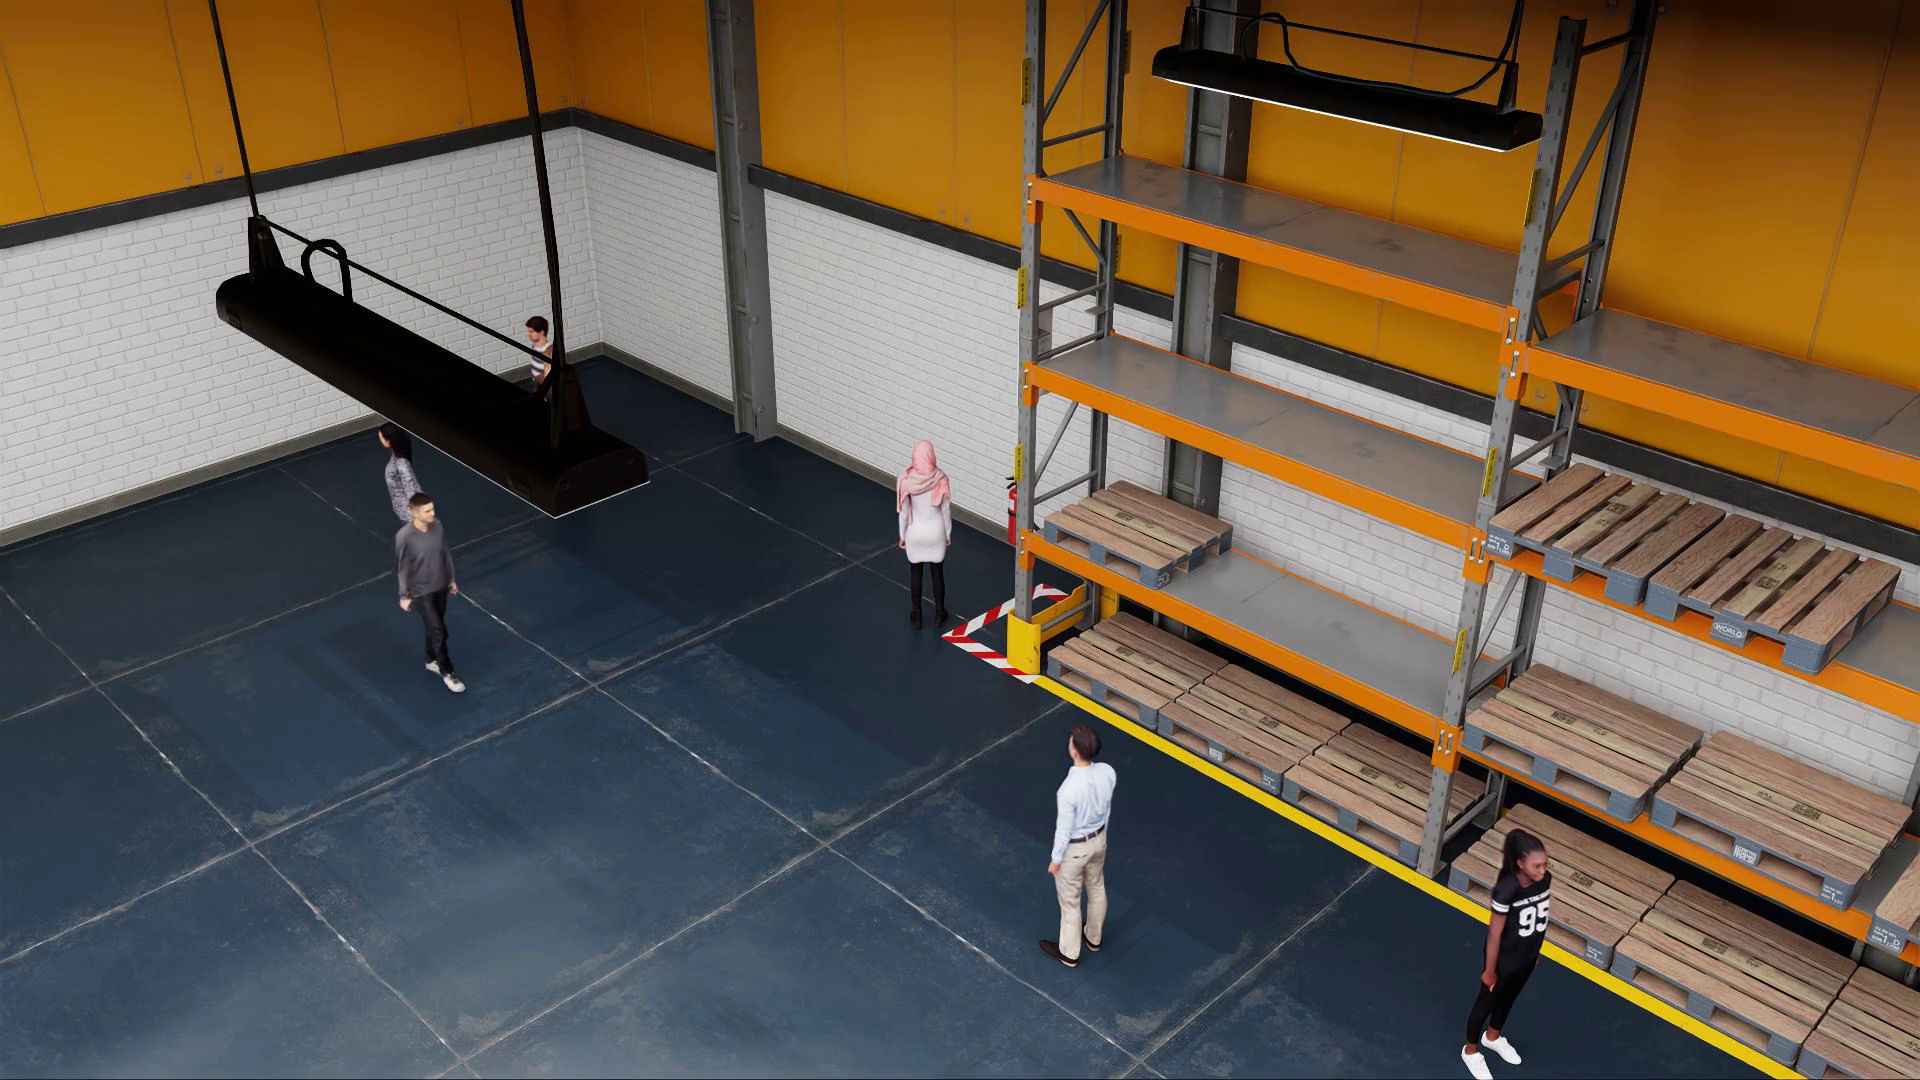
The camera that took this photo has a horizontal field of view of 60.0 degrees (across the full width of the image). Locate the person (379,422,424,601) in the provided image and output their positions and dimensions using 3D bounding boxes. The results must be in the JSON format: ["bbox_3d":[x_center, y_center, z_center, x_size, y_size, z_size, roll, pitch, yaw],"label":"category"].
[{"bbox_3d":[-4.996,-0.291,15.118,0.742,1.733,0.609,-10,30,-18],"label":"person"}]

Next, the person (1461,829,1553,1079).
[{"bbox_3d":[3.321,2.491,10.024,0.659,1.729,0.620,-17,33,-29],"label":"person"}]

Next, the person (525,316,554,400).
[{"bbox_3d":[-4.198,-1.442,17.110,0.718,1.847,0.477,-22,36,-35],"label":"person"}]

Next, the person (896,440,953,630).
[{"bbox_3d":[-0.305,-0.050,14.603,0.734,1.803,0.788,-1,29,-2],"label":"person"}]

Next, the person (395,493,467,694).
[{"bbox_3d":[-4.489,0.382,13.873,0.895,1.744,0.747,17,33,28],"label":"person"}]

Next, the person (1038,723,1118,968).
[{"bbox_3d":[0.784,1.983,10.829,0.654,1.848,0.613,-22,36,-35],"label":"person"}]
